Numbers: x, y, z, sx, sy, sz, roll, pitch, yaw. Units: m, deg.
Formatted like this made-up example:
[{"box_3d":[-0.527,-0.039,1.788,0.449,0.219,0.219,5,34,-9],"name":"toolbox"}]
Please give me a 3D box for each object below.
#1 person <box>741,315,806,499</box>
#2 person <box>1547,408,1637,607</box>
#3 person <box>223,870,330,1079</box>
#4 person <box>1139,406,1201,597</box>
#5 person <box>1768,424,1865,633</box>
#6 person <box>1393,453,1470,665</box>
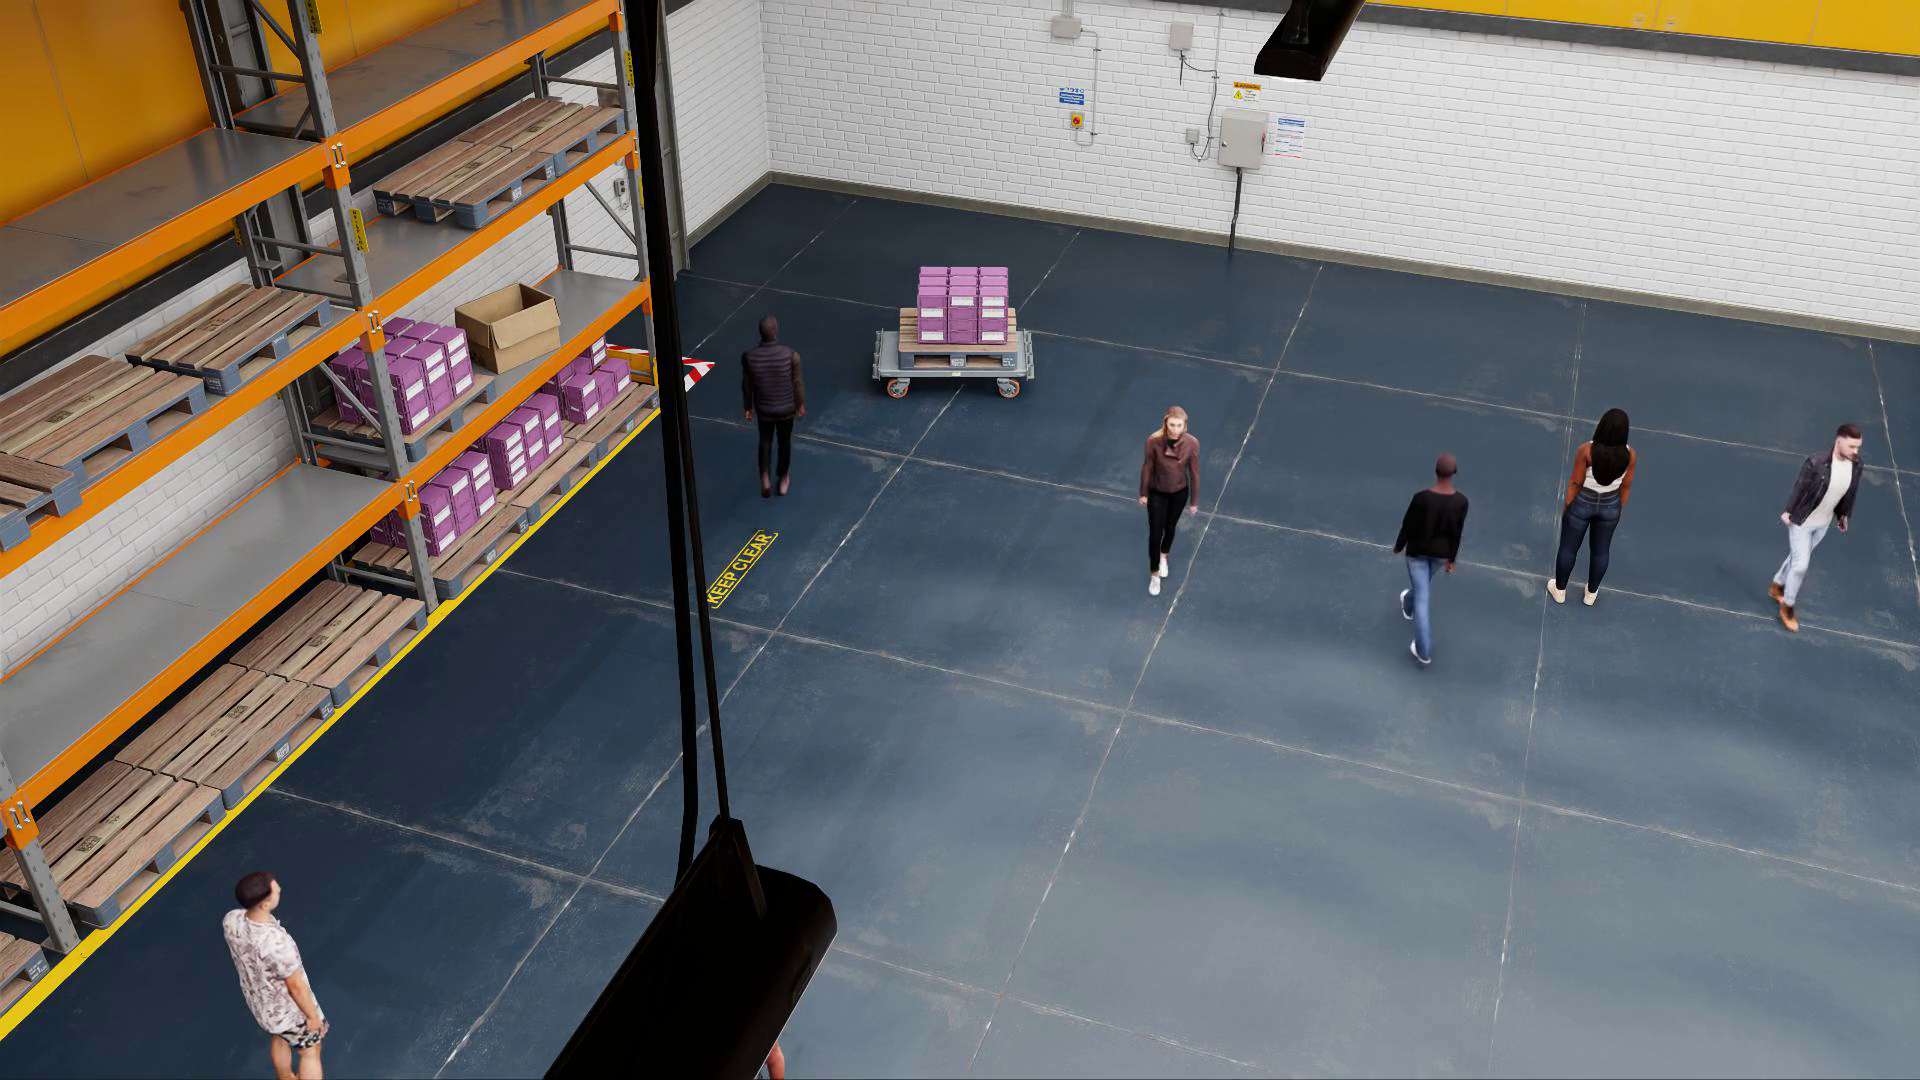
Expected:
[{"box_3d":[-1.677,-1.148,14.943,0.845,1.824,0.966,2,34,3],"name":"person"},{"box_3d":[5.200,-0.268,13.632,0.681,1.809,0.649,6,34,9],"name":"person"},{"box_3d":[-3.838,2.573,9.358,0.720,1.809,0.645,19,38,27],"name":"person"},{"box_3d":[1.747,-0.426,13.983,0.788,1.684,0.924,1,34,1],"name":"person"},{"box_3d":[6.889,-0.218,13.554,0.879,1.814,0.965,-7,34,-10],"name":"person"},{"box_3d":[3.694,0.167,13.070,0.903,1.708,1.222,-1,34,-1],"name":"person"}]
